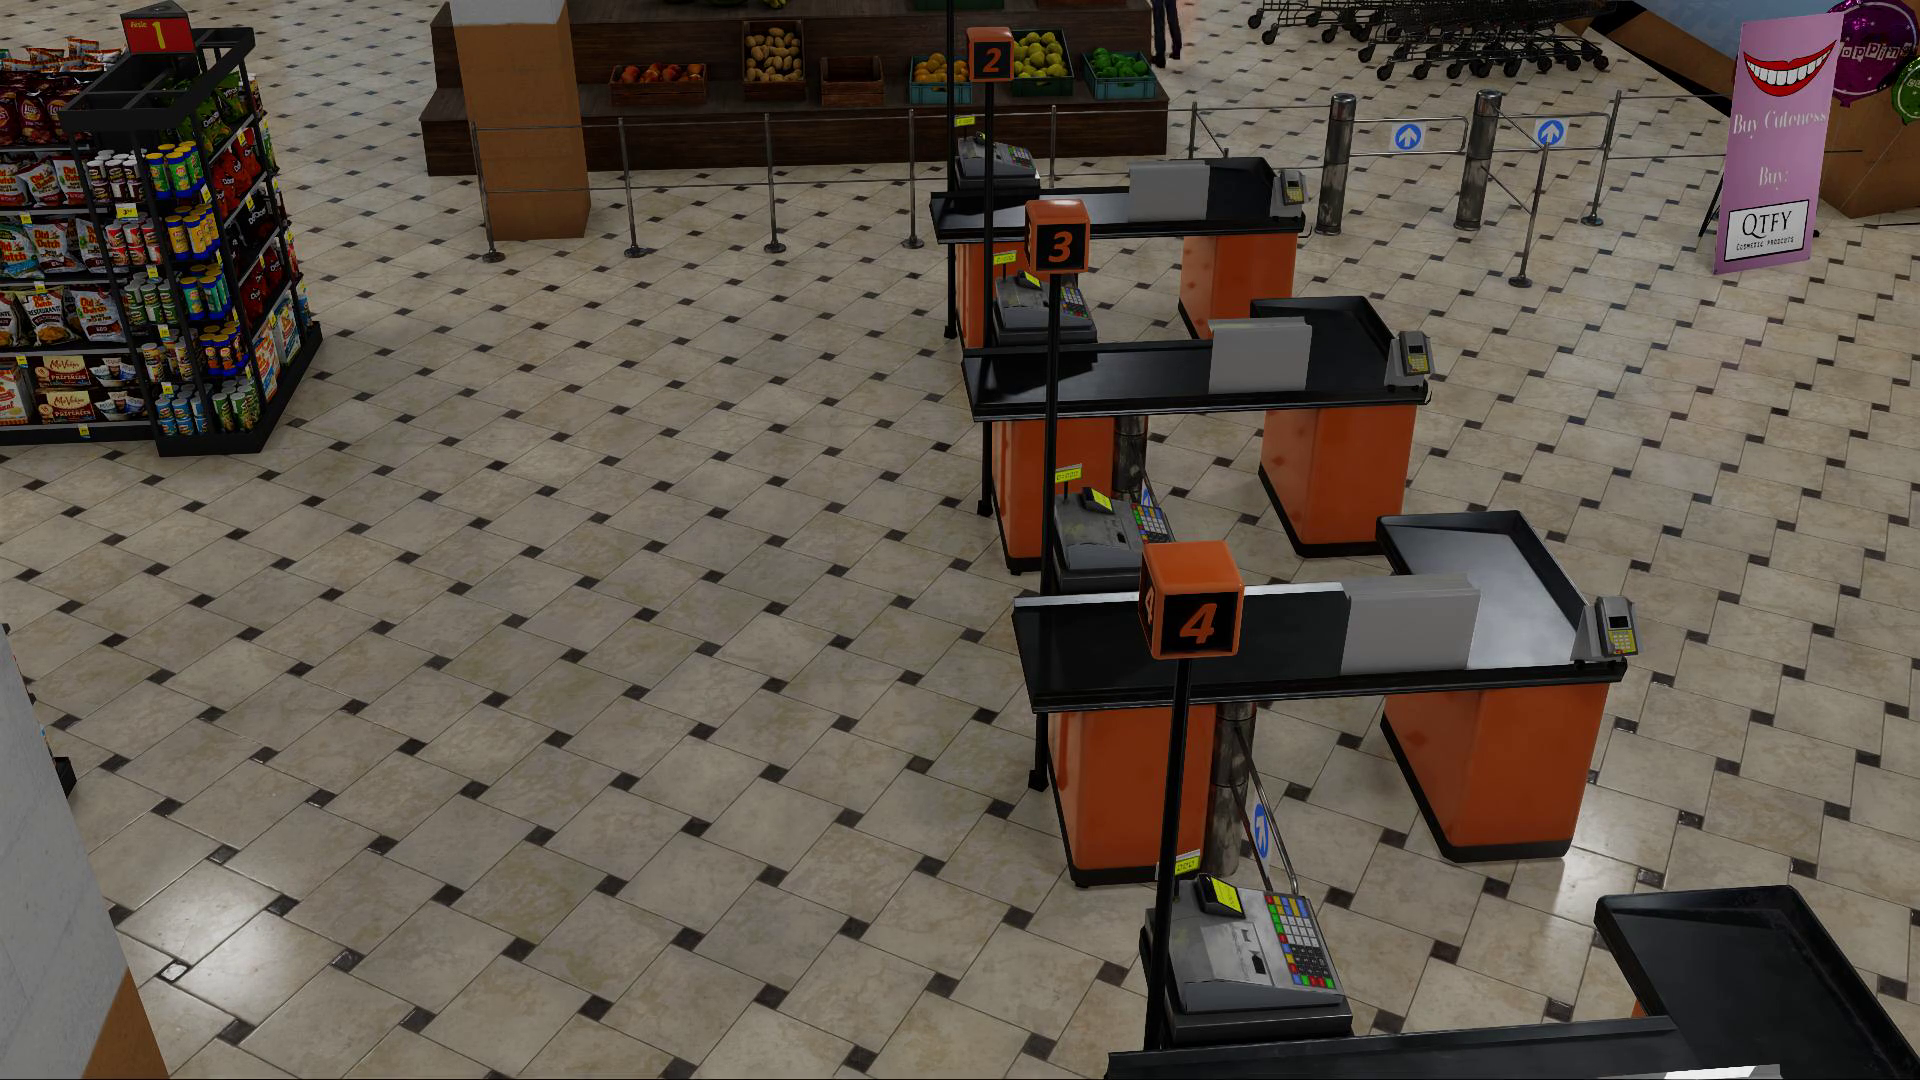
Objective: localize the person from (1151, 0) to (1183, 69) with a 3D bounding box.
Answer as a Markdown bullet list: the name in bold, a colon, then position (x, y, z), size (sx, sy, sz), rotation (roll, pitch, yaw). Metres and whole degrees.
- **person**: position (1.955, -5.258, 15.444), size (0.632, 1.762, 0.780), rotation (-11, 33, -16)
